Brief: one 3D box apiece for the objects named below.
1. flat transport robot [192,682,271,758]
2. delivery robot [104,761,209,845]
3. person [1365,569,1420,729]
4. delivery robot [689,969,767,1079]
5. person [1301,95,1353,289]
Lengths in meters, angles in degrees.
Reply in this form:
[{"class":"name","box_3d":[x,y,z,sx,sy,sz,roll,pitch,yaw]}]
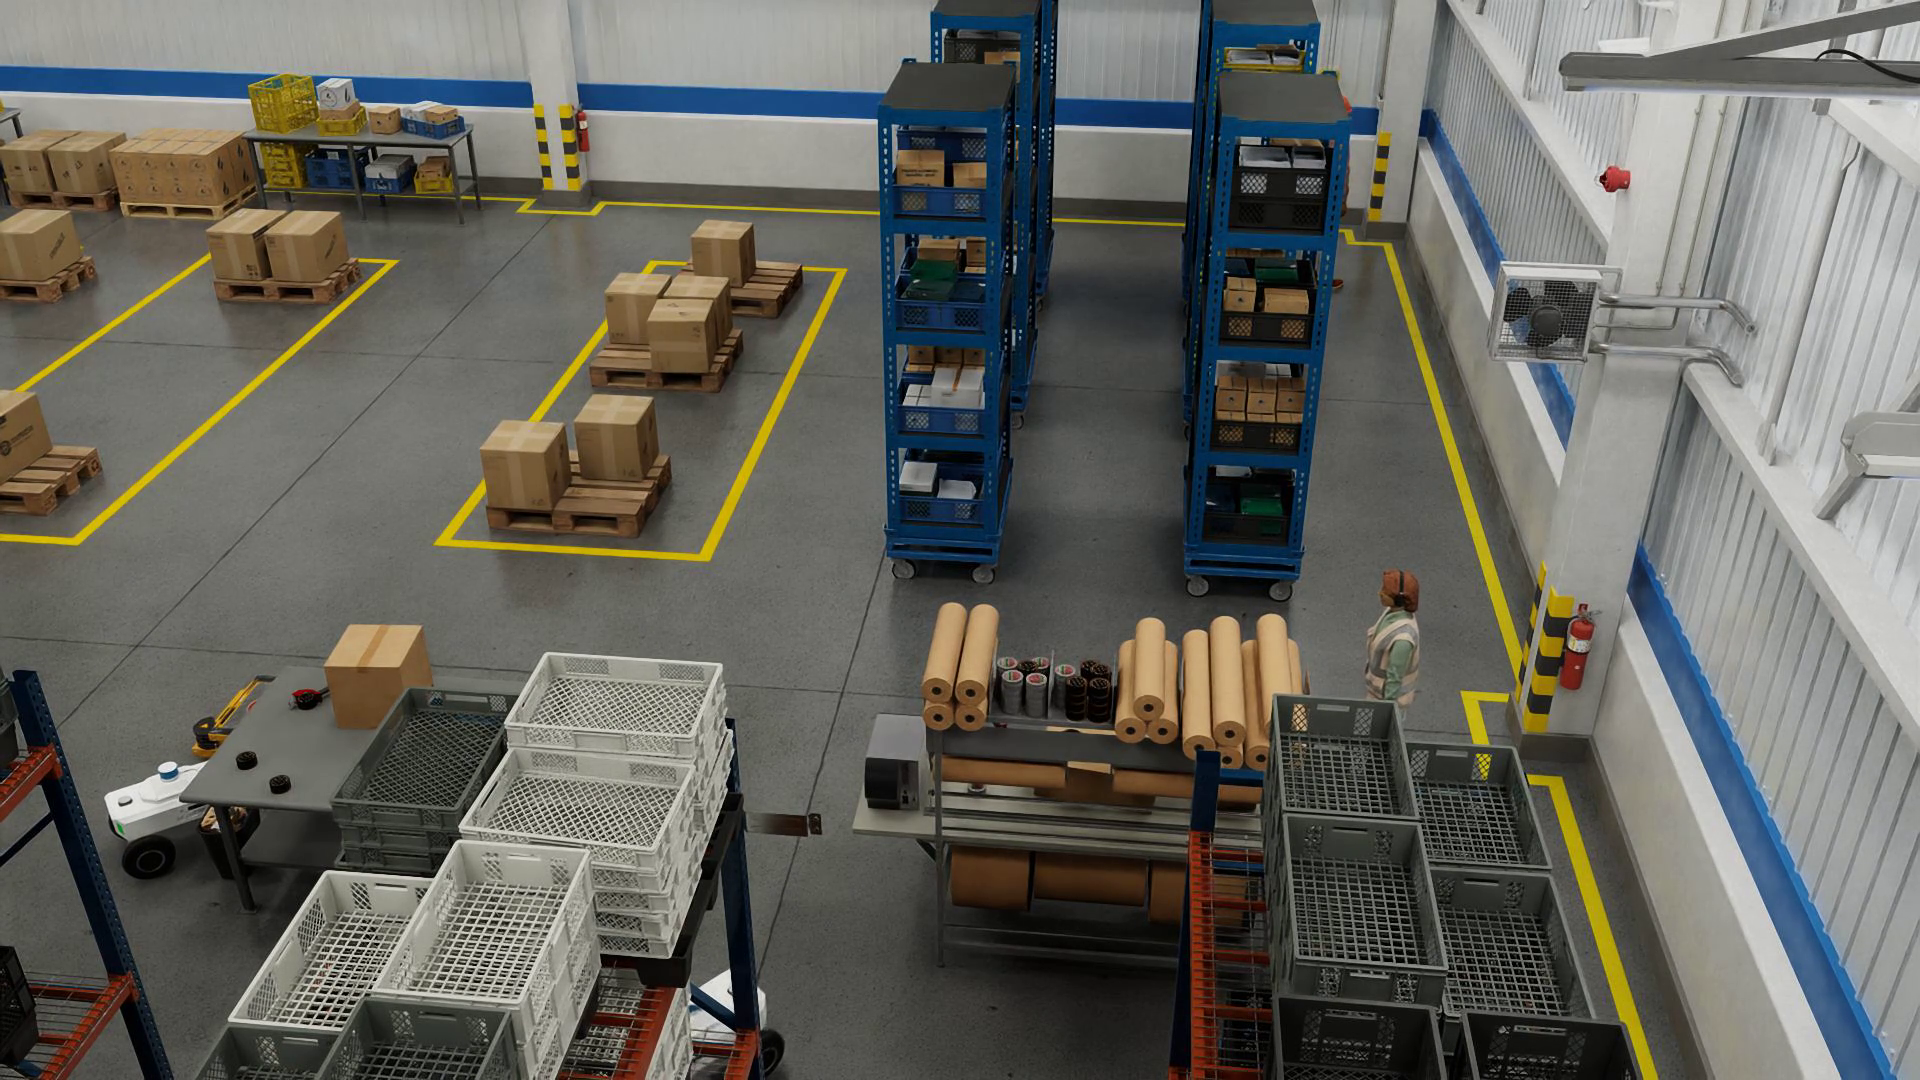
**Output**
[{"class":"flat transport robot","box_3d":[-4.089,1.163,10.648,1.431,0.197,0.652,3,30,6]},{"class":"delivery robot","box_3d":[-4.555,1.510,9.682,0.707,0.478,0.477,-19,35,-29]},{"class":"person","box_3d":[2.512,0.896,9.766,0.312,1.632,0.519,4,30,7]},{"class":"delivery robot","box_3d":[-1.300,2.409,8.138,0.707,0.478,0.477,-25,39,-36]},{"class":"person","box_3d":[3.775,-3.568,17.072,0.376,1.997,0.613,-14,33,-23]}]
